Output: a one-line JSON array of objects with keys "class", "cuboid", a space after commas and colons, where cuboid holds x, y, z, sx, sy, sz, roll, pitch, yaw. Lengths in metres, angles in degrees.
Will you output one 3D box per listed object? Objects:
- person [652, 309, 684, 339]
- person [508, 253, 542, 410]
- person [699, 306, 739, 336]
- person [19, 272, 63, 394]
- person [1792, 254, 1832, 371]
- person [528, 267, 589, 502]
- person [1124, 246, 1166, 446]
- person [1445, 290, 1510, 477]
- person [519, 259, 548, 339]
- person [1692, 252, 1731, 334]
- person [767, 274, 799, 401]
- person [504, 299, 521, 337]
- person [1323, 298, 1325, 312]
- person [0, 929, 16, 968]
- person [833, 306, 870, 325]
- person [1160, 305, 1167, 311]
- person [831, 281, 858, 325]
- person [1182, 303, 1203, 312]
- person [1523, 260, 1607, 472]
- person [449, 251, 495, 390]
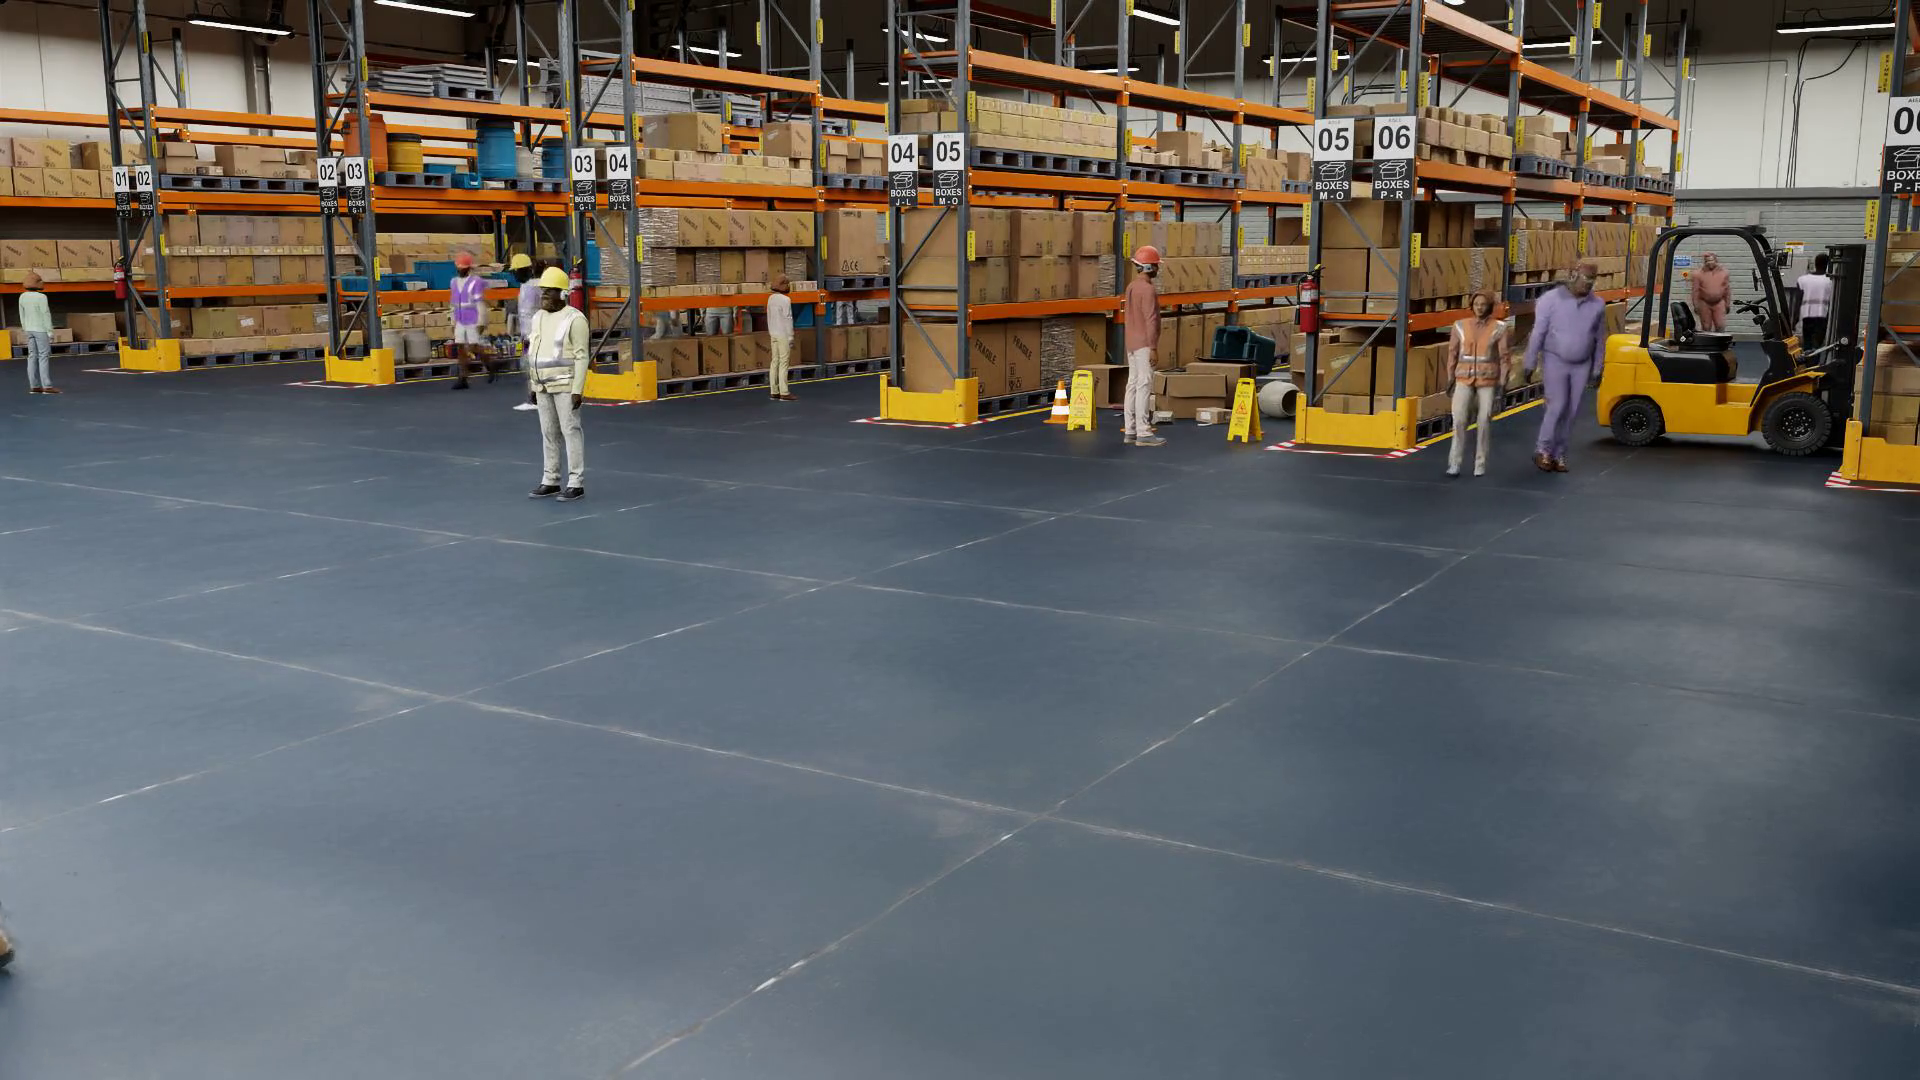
[{"class": "person", "cuboid": [-4.769, -3.678, 27.006, 0.606, 1.792, 0.915, 10, 14, 43]}, {"class": "person", "cuboid": [-5.176, -2.527, 20.230, 0.567, 1.904, 0.580, -3, 11, -17]}, {"class": "person", "cuboid": [-3.665, -3.444, 25.305, 0.631, 1.932, 0.374, 0, 10, 1]}, {"class": "person", "cuboid": [-12.430, -2.785, 22.427, 0.507, 1.632, 0.279, 4, 11, 21]}, {"class": "person", "cuboid": [12.702, -3.296, 24.658, 0.615, 1.870, 1.017, 8, 13, 36]}, {"class": "person", "cuboid": [-3.184, -1.223, 13.113, 0.589, 1.837, 0.404, 7, 12, 34]}, {"class": "person", "cuboid": [1.848, -1.946, 16.720, 0.378, 1.995, 0.609, -3, 11, -16]}, {"class": "person", "cuboid": [4.429, -1.327, 14.307, 0.546, 1.612, 0.704, 5, 11, 26]}, {"class": "person", "cuboid": [-5.857, -2.999, 23.172, 0.524, 1.813, 0.999, 0, 10, -2]}, {"class": "person", "cuboid": [13.300, -4.154, 29.426, 0.667, 1.866, 0.703, 3, 10, 15]}, {"class": "person", "cuboid": [-2.301, -2.614, 21.469, 0.271, 1.632, 0.508, -8, 13, -37]}, {"class": "person", "cuboid": [-7.552, -3.841, 28.397, 0.508, 1.638, 0.461, 4, 11, 22]}, {"class": "person", "cuboid": [7.633, -4.983, 34.127, 0.620, 1.845, 1.034, 0, 10, -1]}, {"class": "person", "cuboid": [-2.791, 0.440, 4.278, 0.548, 1.666, 0.616, 10, 14, 43]}, {"class": "person", "cuboid": [-2.793, -6.273, 41.207, 1.022, 1.917, 0.621, 0, 10, 0]}, {"class": "person", "cuboid": [3.291, -3.975, 28.345, 0.555, 1.903, 0.864, -1, 10, -8]}, {"class": "person", "cuboid": [-2.194, -4.516, 31.510, 0.513, 1.861, 0.354, -2, 10, -10]}, {"class": "person", "cuboid": [3.927, -3.895, 28.662, 0.508, 1.628, 0.319, 2, 10, 11]}, {"class": "person", "cuboid": [5.366, -1.518, 14.656, 0.706, 1.875, 0.493, -1, 10, -6]}, {"class": "person", "cuboid": [-6.810, -3.045, 23.113, 0.562, 1.915, 0.580, 5, 11, 26]}]
